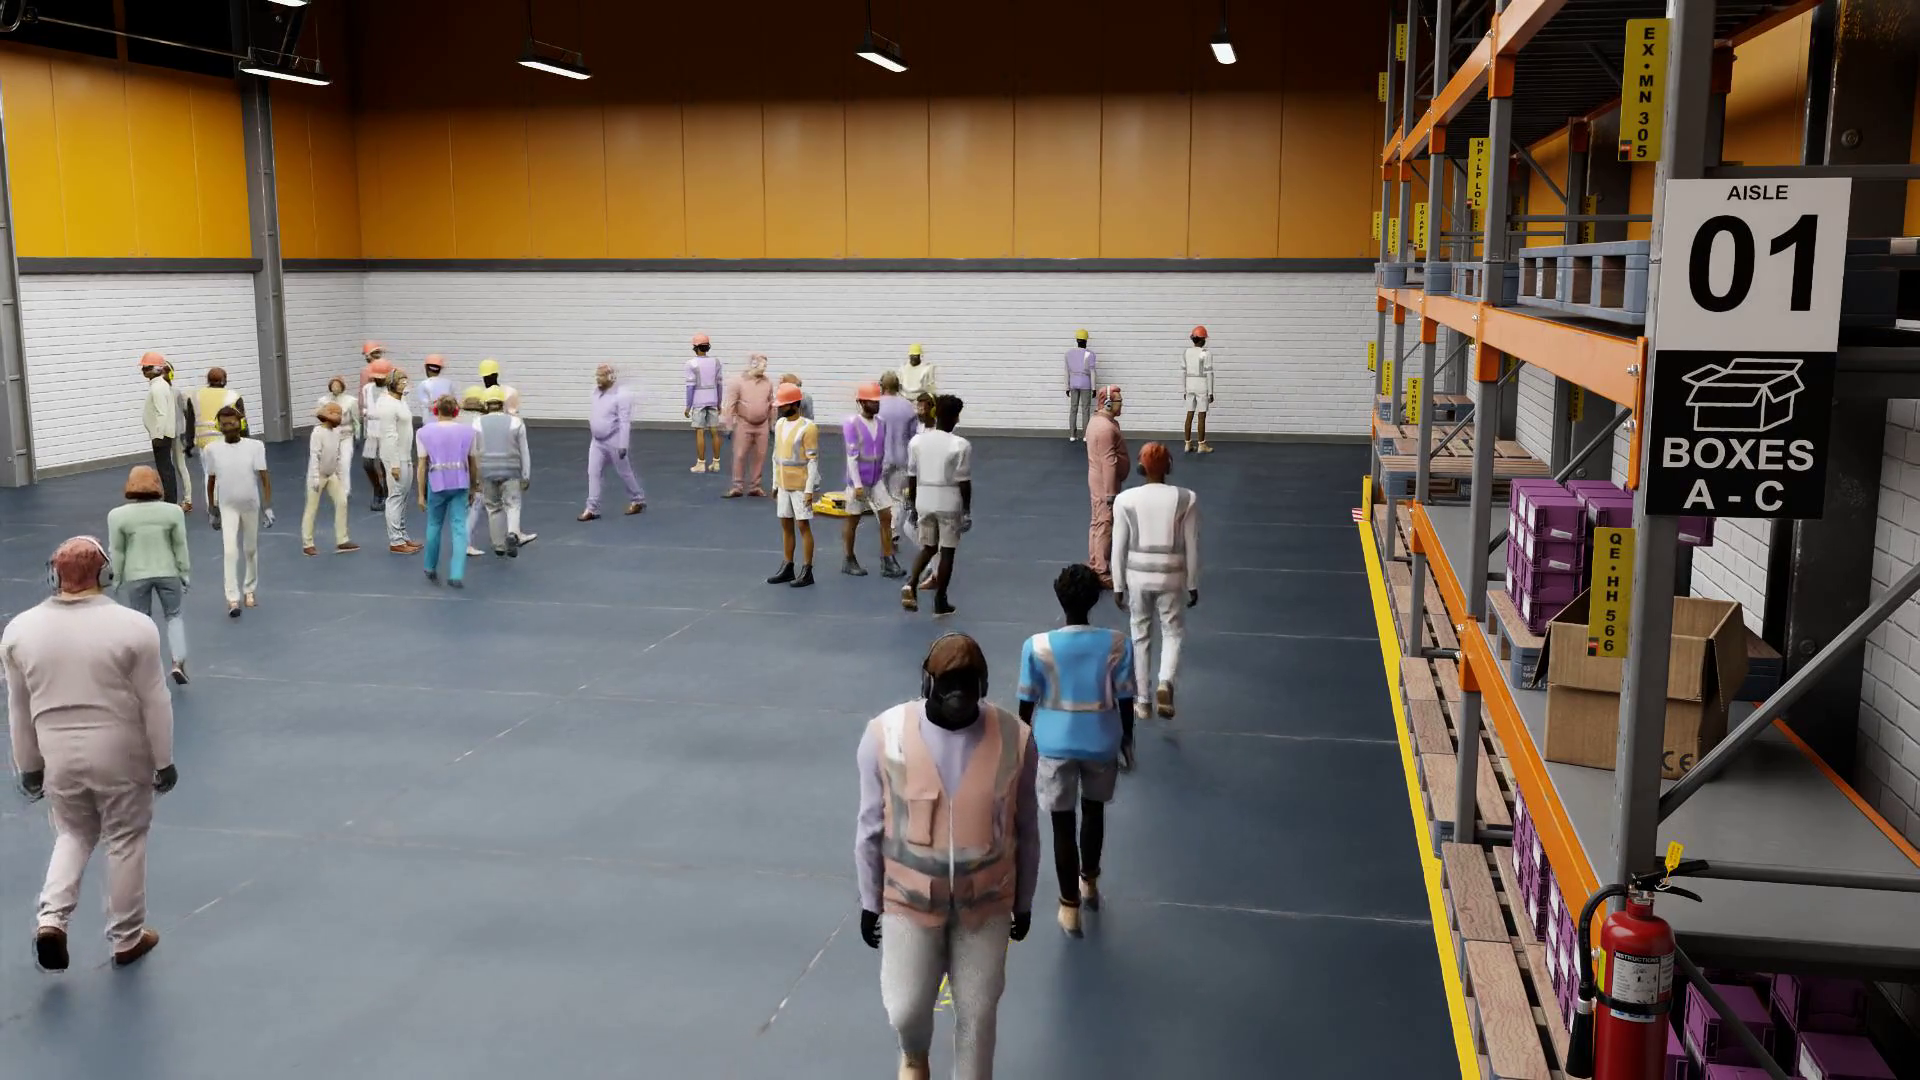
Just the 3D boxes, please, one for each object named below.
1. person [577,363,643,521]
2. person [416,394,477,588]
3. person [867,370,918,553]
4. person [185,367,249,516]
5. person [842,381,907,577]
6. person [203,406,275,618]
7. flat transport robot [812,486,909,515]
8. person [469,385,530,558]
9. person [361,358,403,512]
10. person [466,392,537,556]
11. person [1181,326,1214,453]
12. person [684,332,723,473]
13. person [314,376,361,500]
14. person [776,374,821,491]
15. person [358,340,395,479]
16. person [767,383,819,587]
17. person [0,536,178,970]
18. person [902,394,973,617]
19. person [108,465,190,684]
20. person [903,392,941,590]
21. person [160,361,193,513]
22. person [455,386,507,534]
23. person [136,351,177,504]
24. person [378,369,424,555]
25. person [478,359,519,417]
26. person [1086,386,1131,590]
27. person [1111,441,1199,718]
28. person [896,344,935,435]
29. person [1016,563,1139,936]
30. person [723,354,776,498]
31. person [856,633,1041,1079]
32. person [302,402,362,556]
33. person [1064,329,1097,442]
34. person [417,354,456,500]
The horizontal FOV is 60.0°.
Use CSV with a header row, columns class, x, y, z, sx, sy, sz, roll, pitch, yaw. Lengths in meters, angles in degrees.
class,x,y,z,sx,sy,sz,roll,pitch,yaw
person,-4.175,-1.186,19.918,0.659,1.864,0.983,5,11,29
person,-4.908,-0.481,15.831,0.582,1.797,0.905,-5,11,-29
person,-0.750,-0.815,17.465,0.653,1.926,0.437,-5,11,-29
person,-8.820,-1.143,19.784,0.697,1.818,0.587,-2,10,-10
person,-0.836,-0.567,16.021,0.555,1.908,0.852,-9,13,-42
person,-6.244,-0.256,14.437,0.522,1.816,0.959,-4,10,-25
flat transport robot,-1.103,-0.496,20.519,1.431,0.197,0.652,-7,12,-38
person,-4.703,-0.674,17.001,0.594,1.810,0.622,-2,10,-12
person,-7.104,-1.280,20.361,0.616,1.891,0.417,3,10,17
person,-4.888,-0.707,17.444,0.930,1.713,0.554,-7,12,-35
person,3.834,-2.418,26.763,0.607,2.048,0.368,9,13,44
person,-3.736,-1.990,24.192,0.605,2.045,0.380,-8,12,-39
person,-7.918,-1.260,21.113,0.529,1.601,0.820,-1,9,-4
person,-2.143,-1.403,22.018,0.563,1.601,0.592,1,9,7
person,-8.203,-1.830,23.467,0.498,1.969,0.616,4,10,22
person,-1.585,-0.518,15.674,0.542,1.928,0.374,8,12,40
person,-3.694,0.929,7.080,0.645,1.890,0.520,0,9,-1
person,-0.202,-0.273,14.189,0.604,1.936,0.538,5,11,29
person,-5.750,0.274,11.812,0.507,1.625,0.482,-6,11,-32
person,-0.305,-0.447,15.474,0.393,1.853,0.544,-6,11,-32
person,-9.631,-1.253,20.294,0.535,1.864,0.309,3,10,16
person,-5.314,-0.838,18.310,0.504,1.683,0.894,4,10,20
person,-9.608,-1.263,19.954,0.382,1.994,0.623,-4,10,-22
person,-5.887,-0.821,17.470,0.372,1.940,0.631,-1,10,-8
person,-5.619,-1.248,20.168,0.584,1.904,0.556,-1,9,-3
person,1.392,-0.494,15.590,0.409,1.907,0.651,-1,9,-5
person,1.285,0.289,10.981,0.587,1.869,0.585,1,9,7
person,-0.744,-2.144,25.875,0.615,1.799,0.831,4,10,21
person,0.515,0.926,7.700,0.553,1.671,0.683,-1,10,-8
person,-2.742,-1.467,21.586,0.787,1.876,0.408,-6,11,-30
person,-0.037,1.194,5.641,0.631,1.831,0.564,0,9,-3
person,-6.619,-0.635,17.373,0.532,1.603,0.565,3,10,15
person,2.067,-2.633,28.417,0.585,1.928,0.369,5,11,28
person,-6.681,-1.429,21.277,0.886,1.880,0.562,9,13,43
